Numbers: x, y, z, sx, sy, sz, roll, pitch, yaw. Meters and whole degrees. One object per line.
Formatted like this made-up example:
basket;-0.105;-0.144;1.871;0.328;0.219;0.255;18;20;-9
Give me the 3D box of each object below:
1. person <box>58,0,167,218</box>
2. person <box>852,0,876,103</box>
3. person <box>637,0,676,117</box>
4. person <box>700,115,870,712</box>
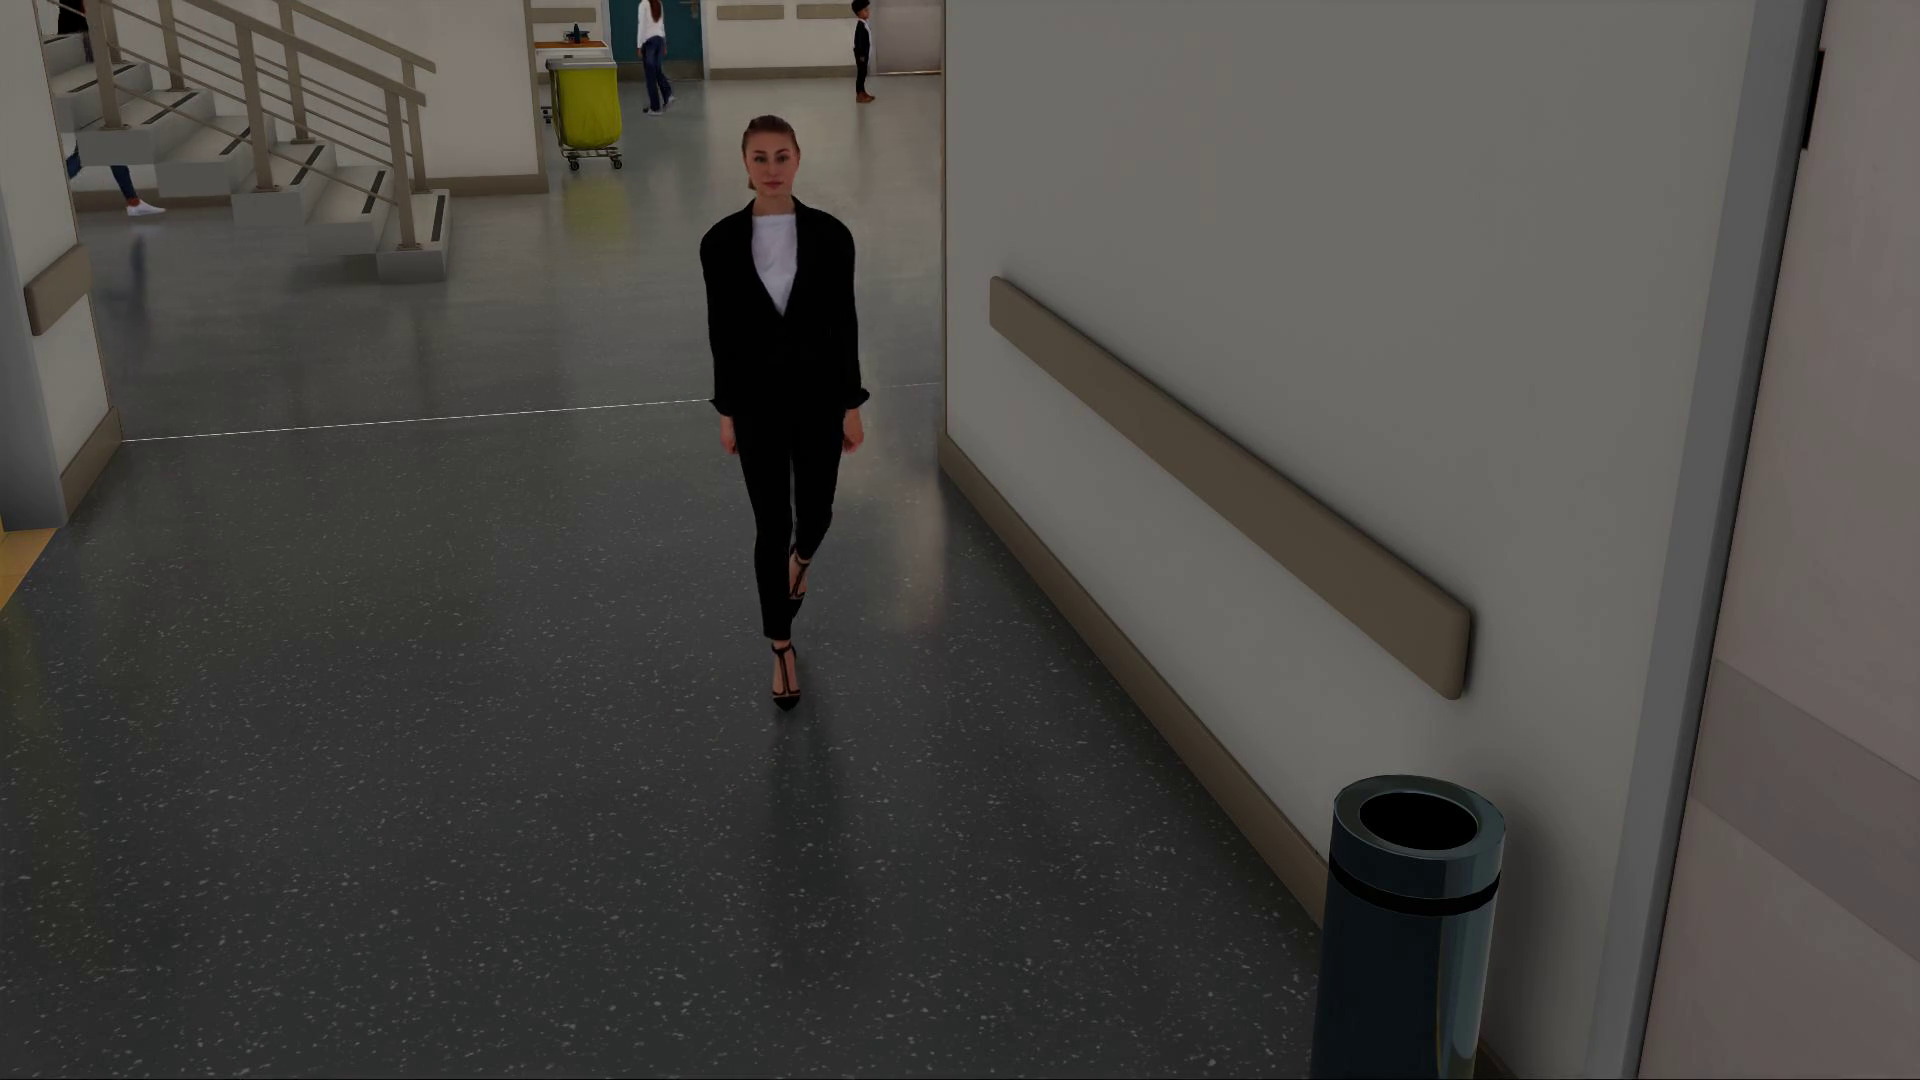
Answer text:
person;-6.490;-3.149;12.204;1.247;1.699;0.946;-16;26;-36
person;-1.204;-6.041;20.505;0.576;1.226;0.566;3;21;7
person;-3.454;-5.642;19.002;0.748;1.545;0.691;15;25;34
person;-0.501;-0.390;4.941;0.937;1.683;0.739;-3;21;-9
